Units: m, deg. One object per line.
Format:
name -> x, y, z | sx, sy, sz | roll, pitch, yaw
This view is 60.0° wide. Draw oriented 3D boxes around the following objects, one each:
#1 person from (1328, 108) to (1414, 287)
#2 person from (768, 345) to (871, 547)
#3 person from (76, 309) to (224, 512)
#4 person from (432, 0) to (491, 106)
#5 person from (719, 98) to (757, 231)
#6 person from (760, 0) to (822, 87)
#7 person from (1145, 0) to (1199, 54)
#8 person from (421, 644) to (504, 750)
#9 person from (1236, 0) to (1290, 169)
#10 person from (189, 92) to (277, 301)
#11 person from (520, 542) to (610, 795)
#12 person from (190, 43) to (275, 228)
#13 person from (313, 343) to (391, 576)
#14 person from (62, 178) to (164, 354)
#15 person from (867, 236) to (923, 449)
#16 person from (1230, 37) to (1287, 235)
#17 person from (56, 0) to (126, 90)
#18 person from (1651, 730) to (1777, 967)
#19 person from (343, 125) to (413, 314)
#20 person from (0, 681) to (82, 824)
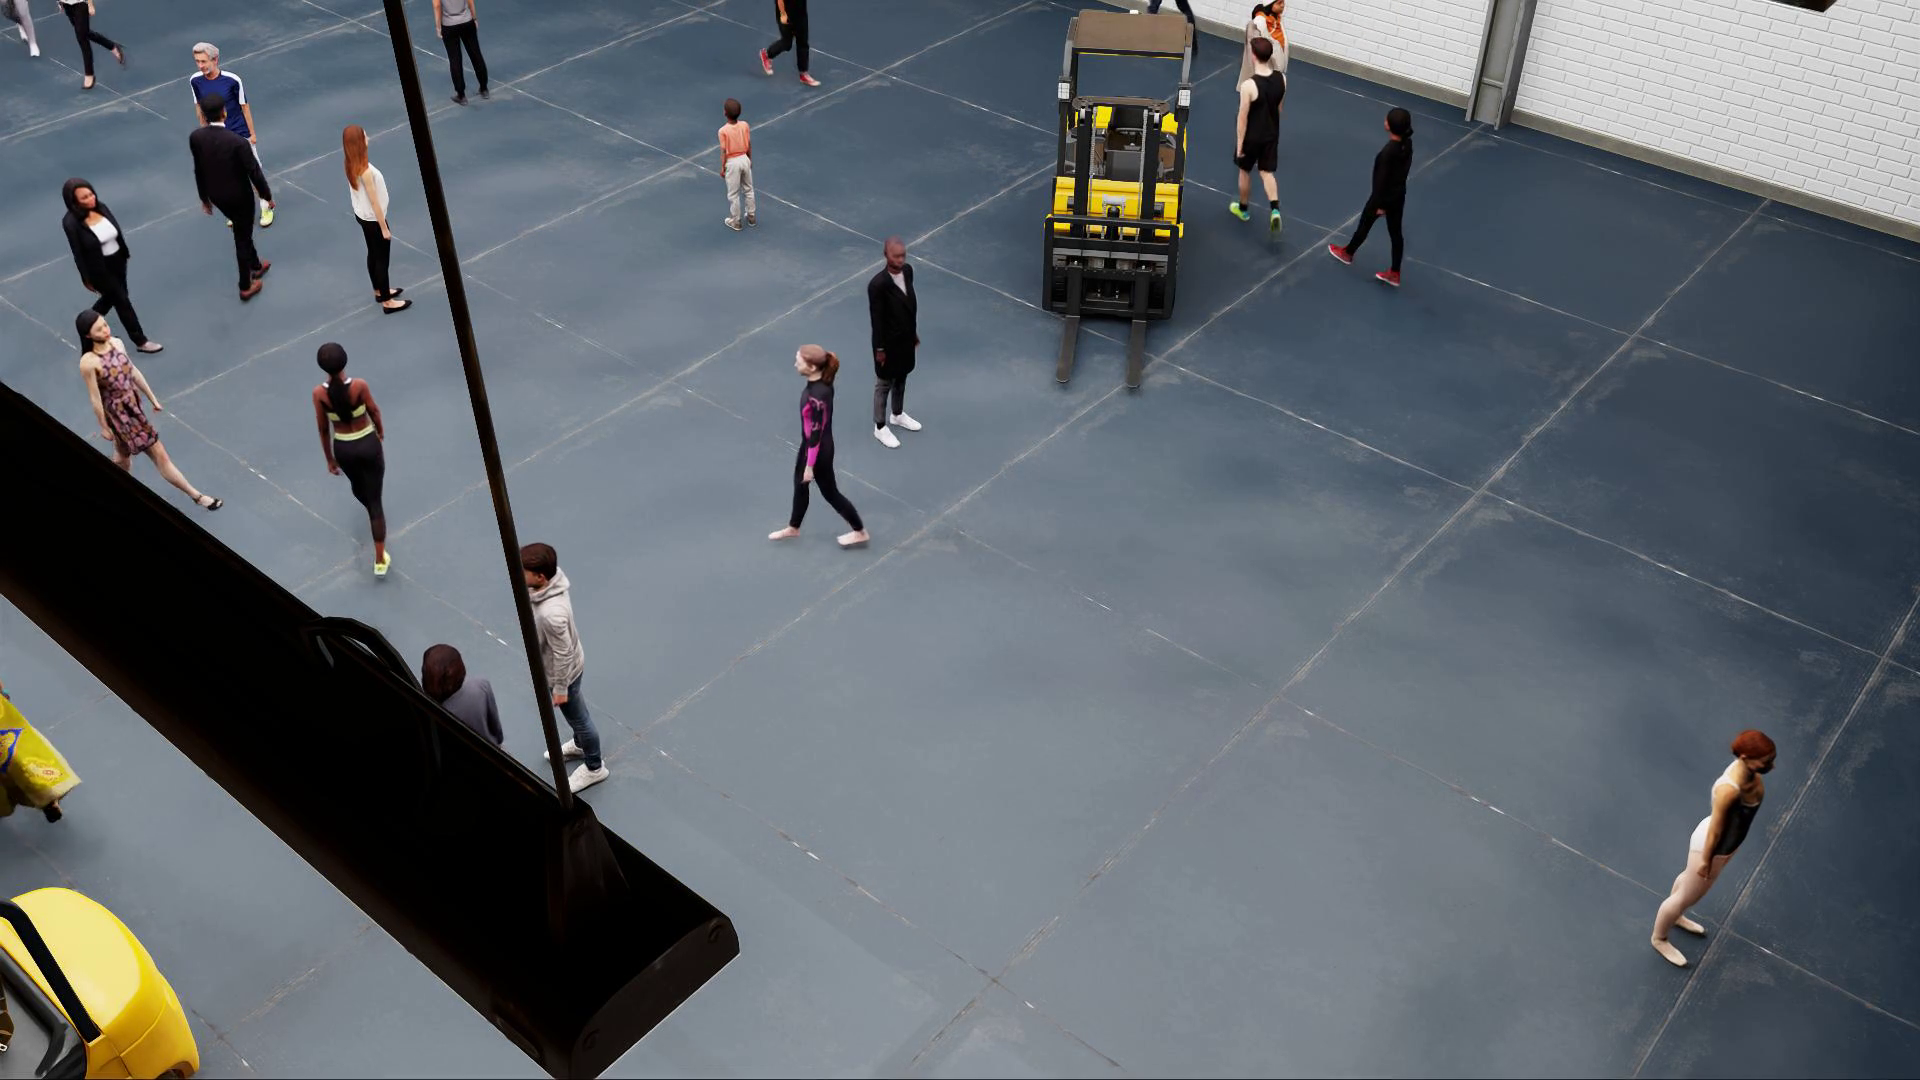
person -> 3.916, -3.053, 14.952 | 0.749, 1.642, 1.070 | -24, 45, -27
person -> -0.932, -0.627, 11.857 | 1.044, 1.713, 0.962 | -1, 39, -2
person -> -6.188, -0.900, 12.186 | 1.208, 1.729, 0.989 | 6, 39, 7
person -> -5.471, -5.628, 18.086 | 0.672, 1.754, 0.631 | -24, 44, -27
person -> -2.129, -3.601, 15.903 | 0.534, 1.311, 0.549 | -22, 44, -25
person -> -1.941, -5.913, 18.451 | 0.990, 1.744, 0.685 | 22, 44, 26
person -> 2.529, -6.464, 19.052 | 1.212, 1.855, 0.786 | 23, 44, 26
person -> -2.756, 1.282, 9.422 | 0.506, 1.768, 0.604 | 29, 47, 32
person -> 3.058, -4.758, 16.888 | 0.664, 1.890, 0.690 | 24, 45, 27
person -> -6.477, -2.980, 14.693 | 0.974, 1.851, 1.016 | 6, 39, 8
person -> -2.397, 0.748, 10.022 | 0.810, 1.853, 0.668 | -16, 41, -19
person -> -6.934, -3.856, 15.801 | 0.695, 1.836, 0.766 | -2, 39, -2
person -> -4.239, -0.537, 11.758 | 1.044, 1.697, 1.211 | -8, 39, -10
person -> -7.303, -2.313, 14.062 | 1.121, 1.596, 0.923 | 9, 39, 11
person -> -0.530, -1.583, 13.015 | 0.551, 1.762, 0.642 | 26, 45, 29
person -> 2.863, -3.770, 15.668 | 1.032, 1.869, 1.200 | -11, 40, -14
person -> -9.754, -5.963, 18.493 | 1.061, 1.769, 0.901 | 12, 40, 15
person -> 4.116, 1.642, 9.072 | 0.452, 1.643, 0.550 | 28, 46, 30
person -> -5.173, -2.819, 14.596 | 0.667, 1.719, 0.519 | -25, 45, -28
person -> -5.766, 1.093, 9.765 | 1.060, 1.636, 0.768 | 22, 44, 26
